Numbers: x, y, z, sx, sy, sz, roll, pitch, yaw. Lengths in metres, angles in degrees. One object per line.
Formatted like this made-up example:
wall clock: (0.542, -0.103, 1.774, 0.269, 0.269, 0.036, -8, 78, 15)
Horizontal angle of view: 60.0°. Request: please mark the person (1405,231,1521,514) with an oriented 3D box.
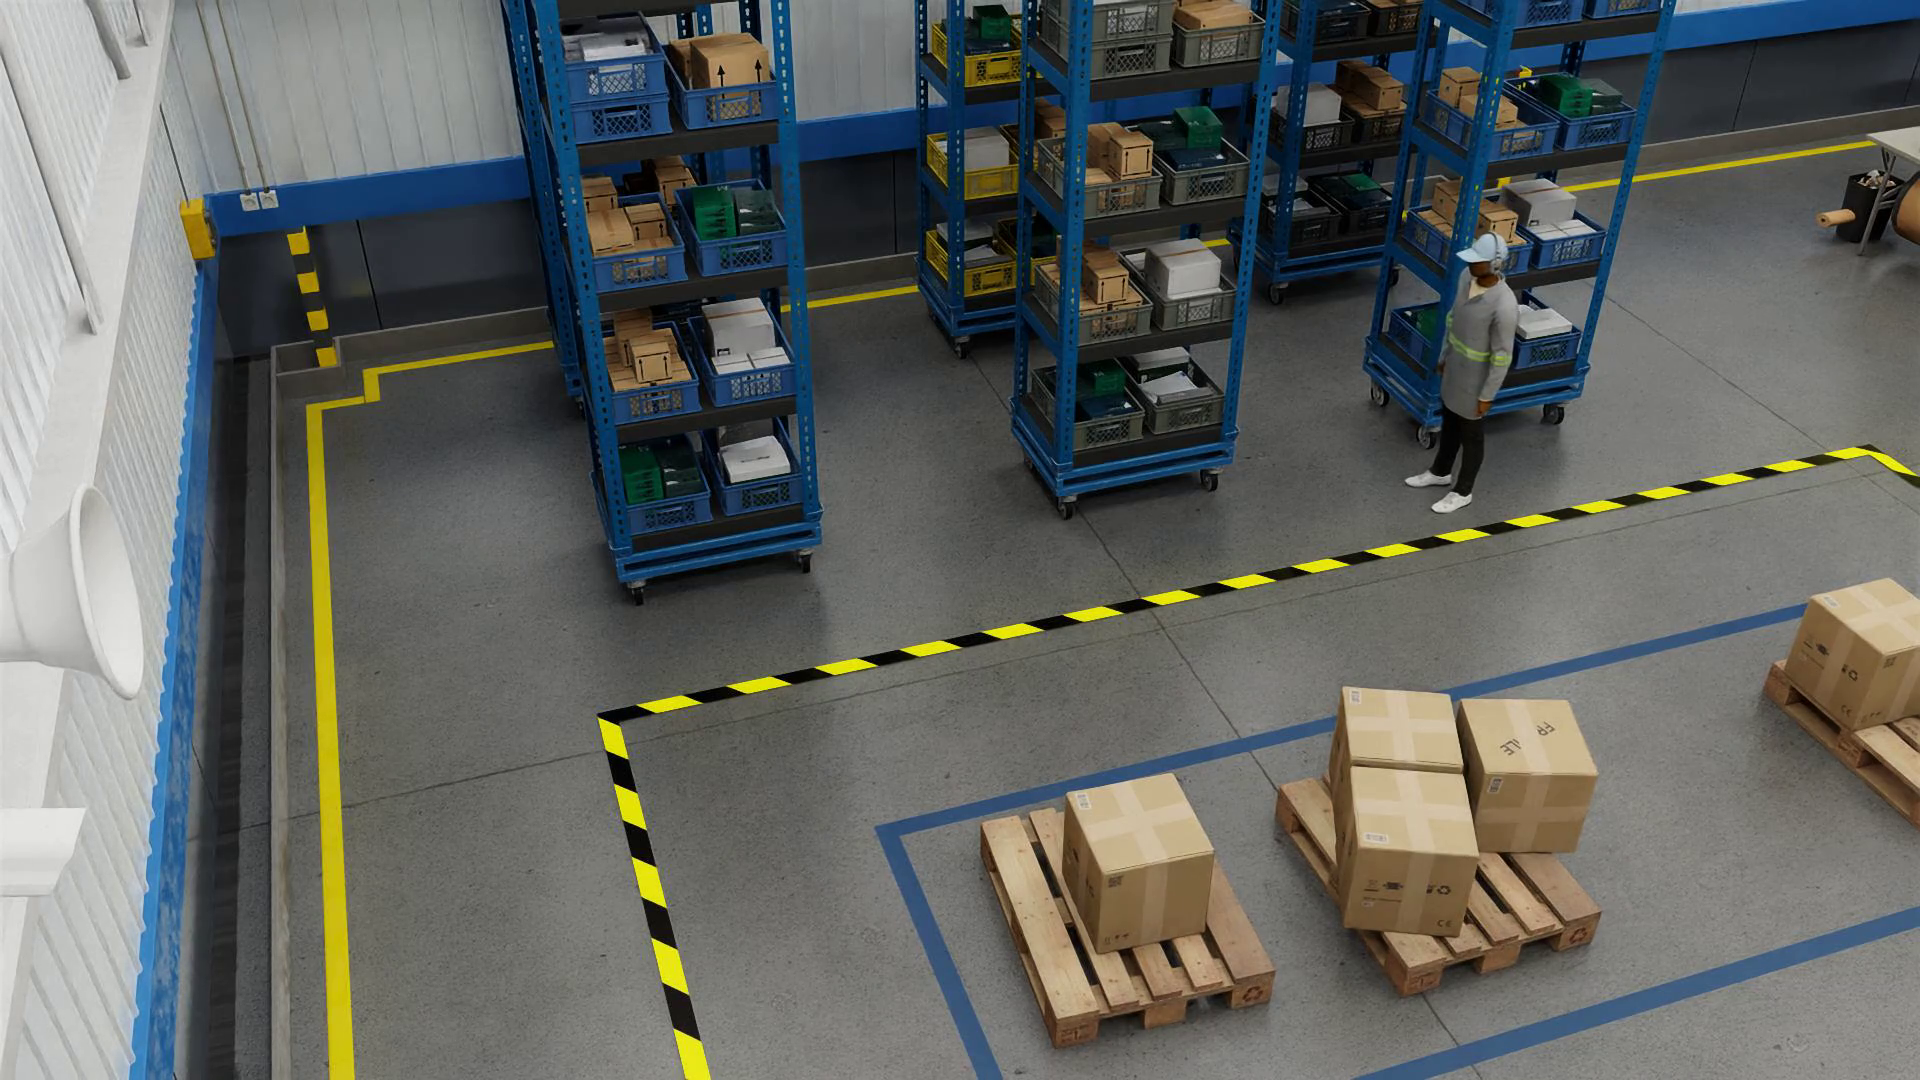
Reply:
person: (3.076, -1.017, 10.123, 0.390, 1.853, 0.587, -8, 36, -12)
